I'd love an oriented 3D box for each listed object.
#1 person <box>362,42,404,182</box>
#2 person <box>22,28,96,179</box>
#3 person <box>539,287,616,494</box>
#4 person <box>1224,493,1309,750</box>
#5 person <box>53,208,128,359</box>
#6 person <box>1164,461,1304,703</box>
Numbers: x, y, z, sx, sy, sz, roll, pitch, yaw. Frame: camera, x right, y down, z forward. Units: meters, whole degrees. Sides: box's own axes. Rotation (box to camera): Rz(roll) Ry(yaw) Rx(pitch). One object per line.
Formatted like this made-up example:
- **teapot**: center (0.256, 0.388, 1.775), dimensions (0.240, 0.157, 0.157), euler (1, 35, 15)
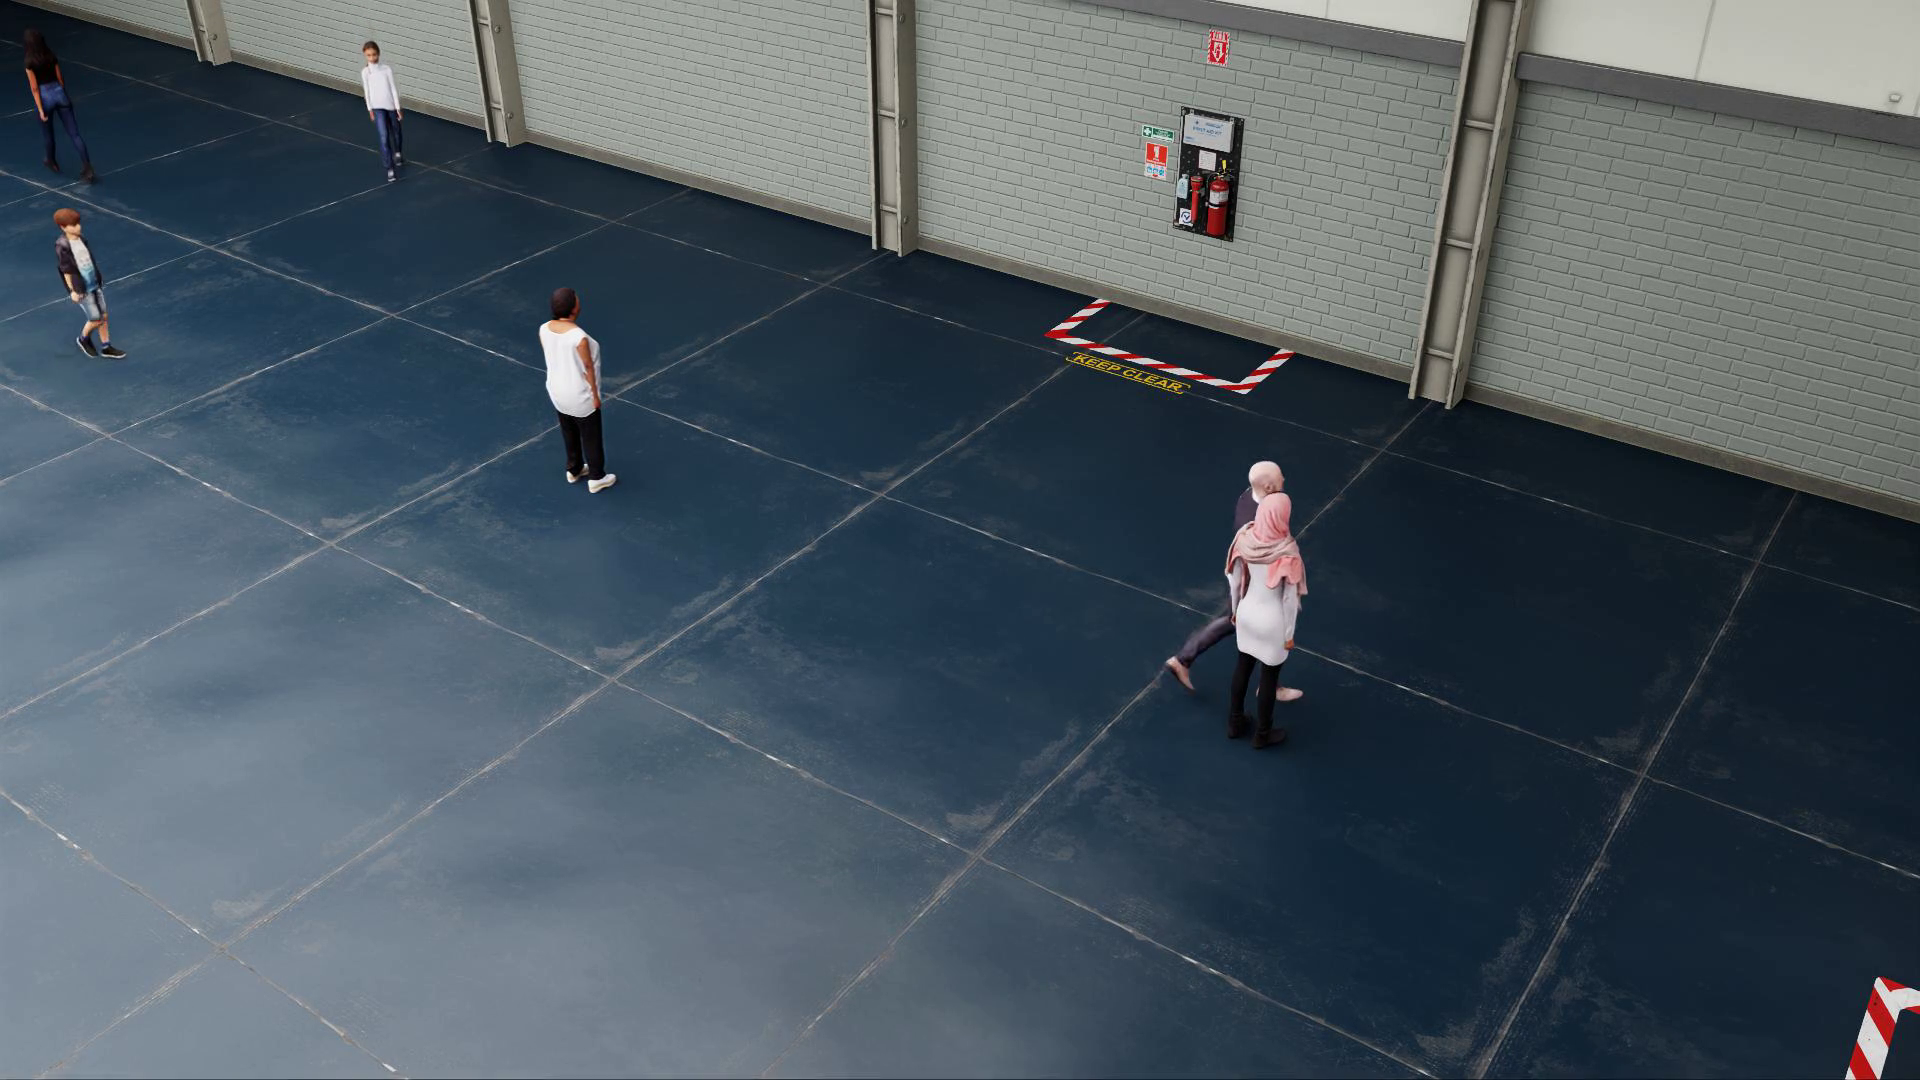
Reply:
- **person**: center (-6.648, -5.001, 19.254), dimensions (0.887, 1.526, 1.088), euler (-13, 34, -19)
- **person**: center (-10.285, -4.932, 18.996), dimensions (1.164, 1.685, 0.645), euler (24, 39, 33)
- **person**: center (-3.011, -1.187, 13.058), dimensions (0.530, 1.687, 0.698), euler (21, 38, 30)
- **person**: center (1.876, 0.498, 10.278), dimensions (0.578, 1.803, 0.726), euler (28, 42, 37)
- **person**: center (-7.971, -2.311, 15.068), dimensions (0.726, 1.443, 0.656), euler (7, 33, 11)
- **person**: center (1.797, 0.294, 10.609), dimensions (1.246, 1.794, 1.148), euler (-3, 32, -4)
